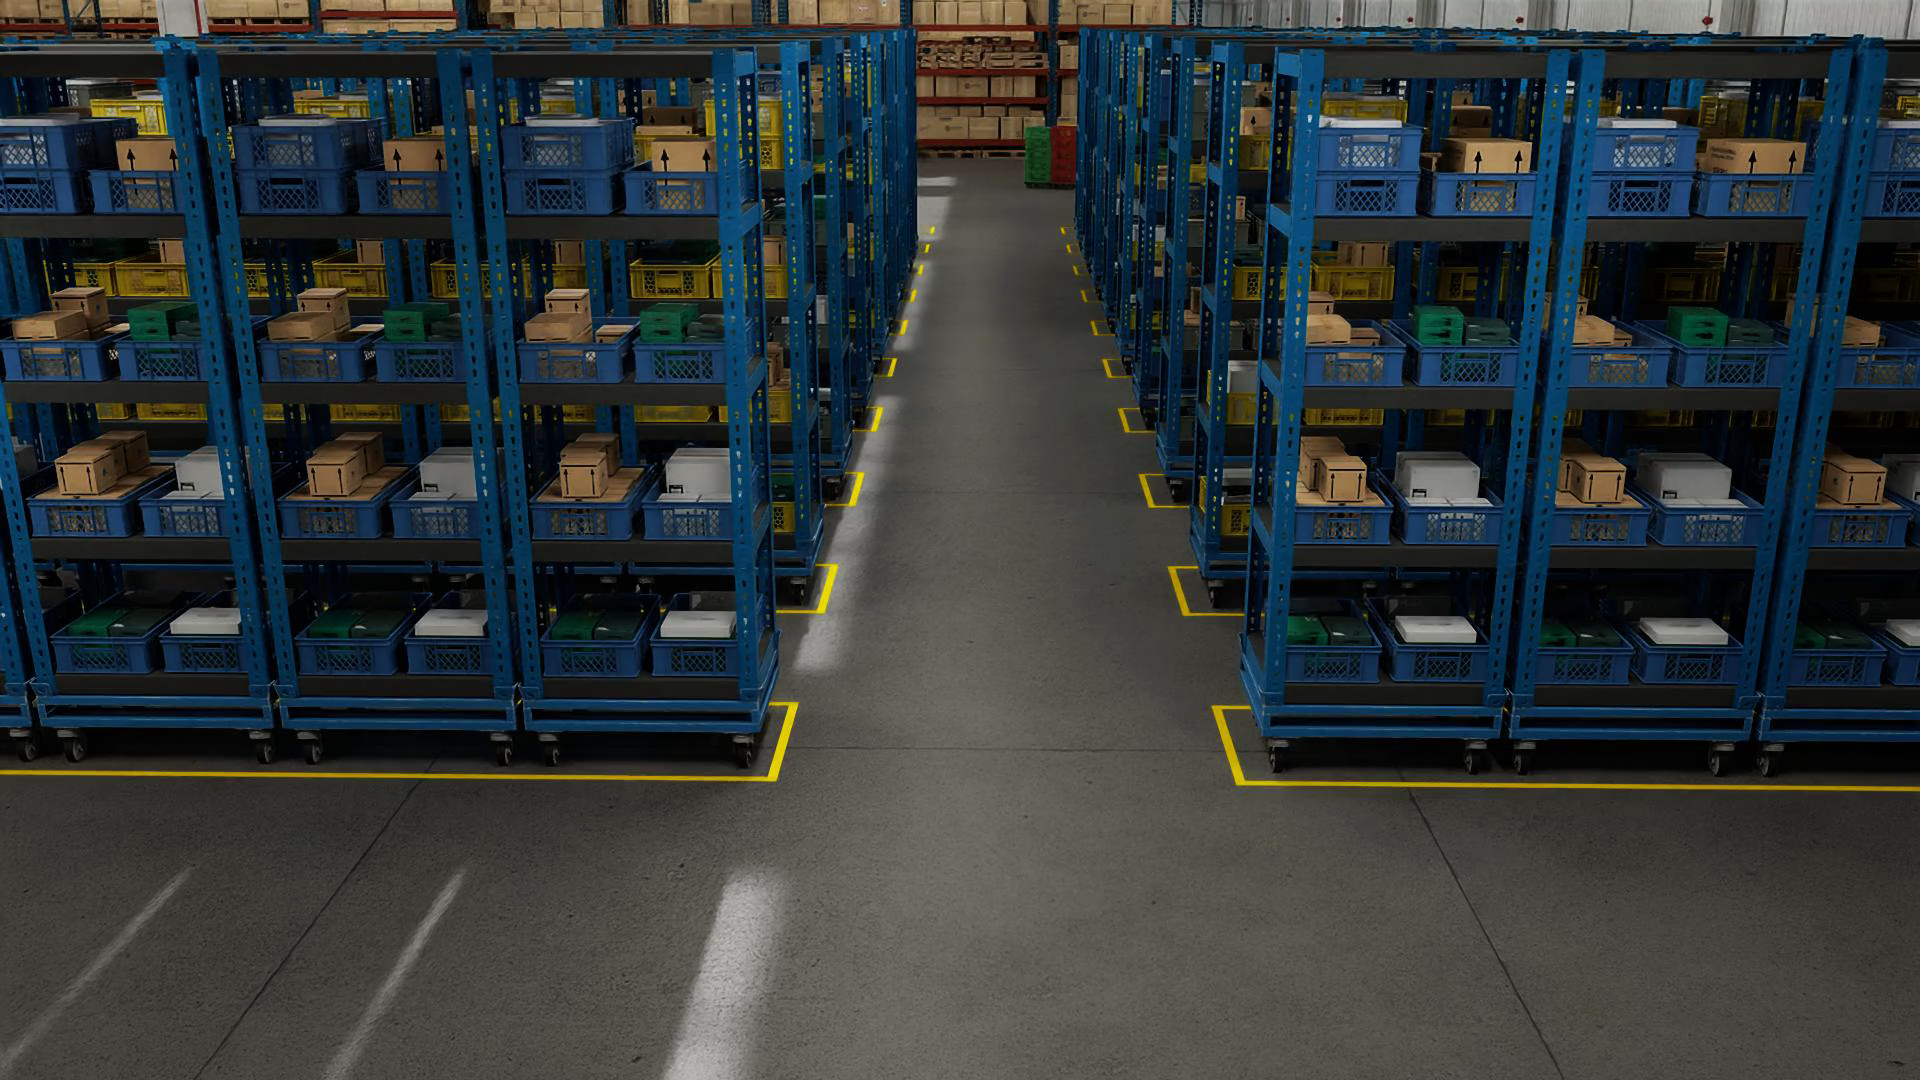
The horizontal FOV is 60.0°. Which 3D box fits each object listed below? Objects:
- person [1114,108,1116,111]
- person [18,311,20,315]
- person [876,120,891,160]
[{"bbox_3d":[3.776,-10.554,42.881,1.065,1.907,0.650,-12,21,-33],"label":"person"},{"bbox_3d":[-8.911,-1.978,15.741,0.595,1.792,0.865,15,23,40],"label":"person"},{"bbox_3d":[-2.110,-11.036,44.382,0.650,1.923,0.563,-1,17,-2],"label":"person"}]
